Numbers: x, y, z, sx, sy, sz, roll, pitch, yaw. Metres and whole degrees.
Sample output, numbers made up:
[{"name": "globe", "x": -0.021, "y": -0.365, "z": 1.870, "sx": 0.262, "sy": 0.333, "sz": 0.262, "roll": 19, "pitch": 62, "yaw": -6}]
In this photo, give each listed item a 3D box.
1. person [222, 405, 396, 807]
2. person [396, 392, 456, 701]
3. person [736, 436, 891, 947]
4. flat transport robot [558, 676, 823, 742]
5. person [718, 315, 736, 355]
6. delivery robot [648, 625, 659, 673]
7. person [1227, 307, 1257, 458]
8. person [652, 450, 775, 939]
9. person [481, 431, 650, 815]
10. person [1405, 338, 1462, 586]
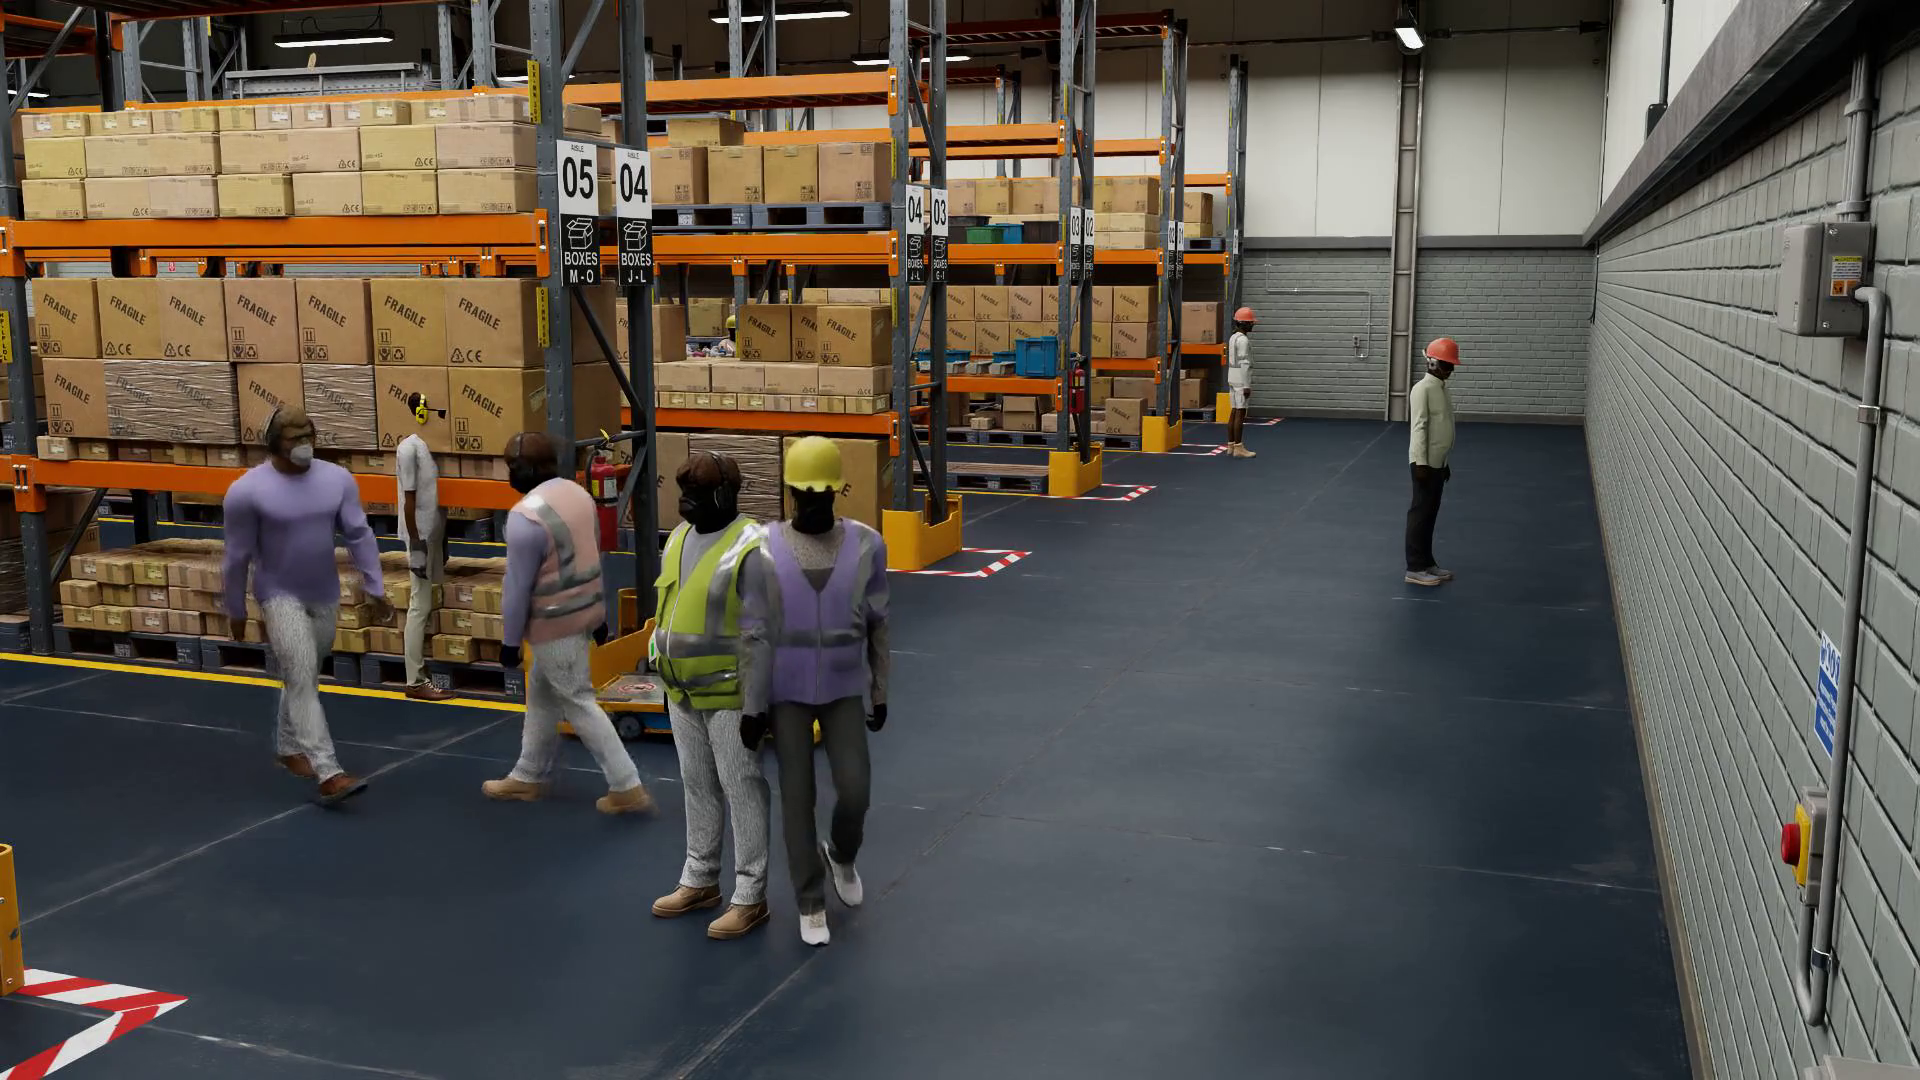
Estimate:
[{"name": "person", "x": -3.110, "y": 0.300, "z": 7.941, "sx": 1.041, "sy": 1.877, "sz": 0.644, "roll": 7, "pitch": 11, "yaw": 37}, {"name": "person", "x": -3.123, "y": 0.017, "z": 9.791, "sx": 0.333, "sy": 1.860, "sz": 0.510, "roll": 0, "pitch": 9, "yaw": 2}, {"name": "person", "x": -0.547, "y": 0.556, "z": 6.265, "sx": 0.603, "sy": 1.906, "sz": 0.458, "roll": -2, "pitch": 9, "yaw": -13}, {"name": "flat transport robot", "x": -1.411, "y": 0.912, "z": 9.135, "sx": 1.431, "sy": 0.197, "sz": 0.652, "roll": 1, "pitch": 9, "yaw": 7}, {"name": "person", "x": -3.118, "y": -2.143, "z": 23.049, "sx": 0.366, "sy": 1.927, "sz": 0.588, "roll": 4, "pitch": 10, "yaw": 23}, {"name": "delivery robot", "x": -1.649, "y": 0.606, "z": 9.870, "sx": 0.477, "sy": 0.478, "sz": 0.707, "roll": -1, "pitch": 9, "yaw": -5}, {"name": "person", "x": 3.845, "y": -2.140, "z": 22.669, "sx": 0.371, "sy": 2.044, "sz": 0.607, "roll": -1, "pitch": 9, "yaw": -7}, {"name": "person", "x": -0.938, "y": 0.578, "z": 6.338, "sx": 0.626, "sy": 1.844, "sz": 0.429, "roll": 8, "pitch": 12, "yaw": 42}, {"name": "person", "x": -1.829, "y": 0.389, "z": 7.682, "sx": 0.860, "sy": 1.796, "sz": 0.648, "roll": 1, "pitch": 9, "yaw": 9}, {"name": "person", "x": 3.831, "y": -0.637, "z": 13.470, "sx": 0.391, "sy": 1.986, "sz": 0.609, "roll": 6, "pitch": 11, "yaw": 33}]
